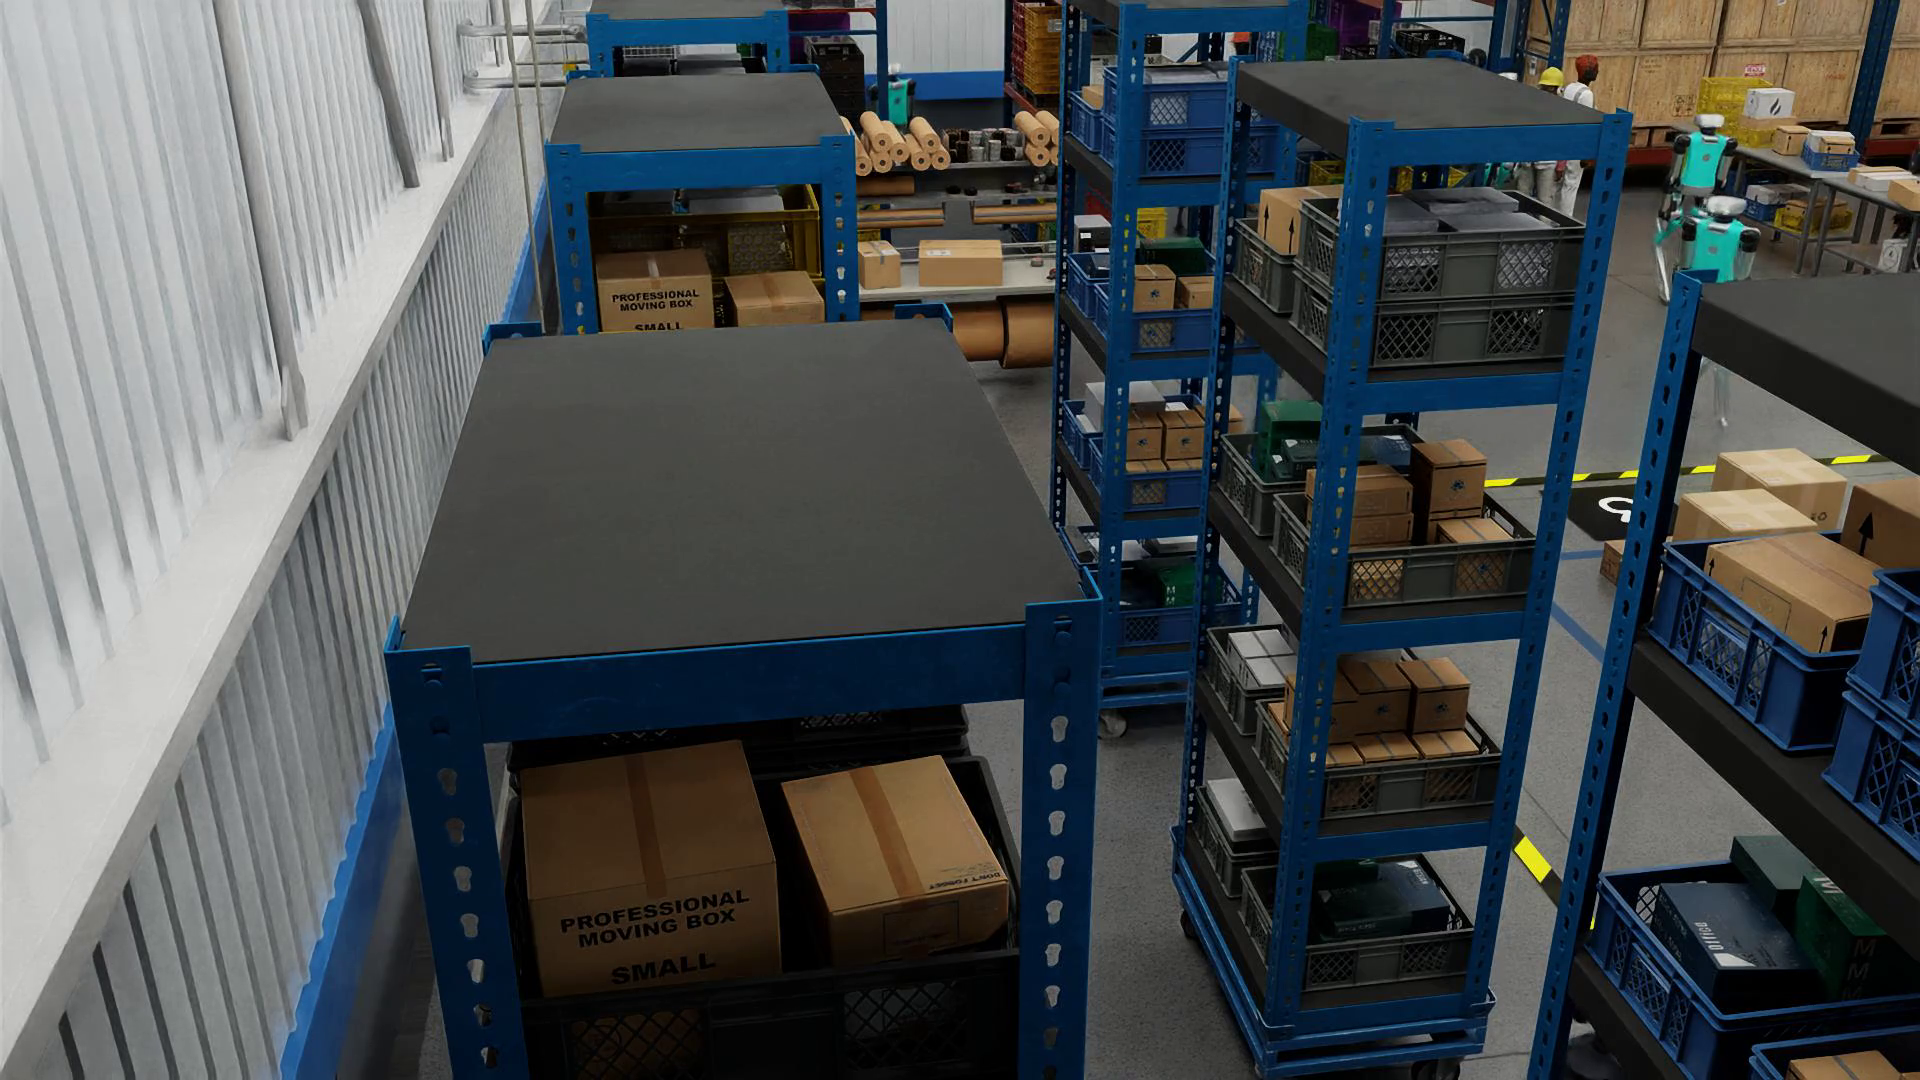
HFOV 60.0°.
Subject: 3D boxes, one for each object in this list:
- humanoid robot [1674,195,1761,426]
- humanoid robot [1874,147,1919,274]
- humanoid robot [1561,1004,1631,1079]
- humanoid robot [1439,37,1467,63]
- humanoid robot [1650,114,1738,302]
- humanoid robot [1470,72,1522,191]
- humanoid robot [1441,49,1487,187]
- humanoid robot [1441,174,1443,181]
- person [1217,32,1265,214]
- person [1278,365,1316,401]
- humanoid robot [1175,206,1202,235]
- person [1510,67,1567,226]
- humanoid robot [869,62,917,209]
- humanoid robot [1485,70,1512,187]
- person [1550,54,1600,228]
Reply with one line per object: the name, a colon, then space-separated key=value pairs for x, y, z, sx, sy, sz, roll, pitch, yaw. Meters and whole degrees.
humanoid robot: x=5.535 y=-1.685 z=12.201 sx=0.539 sy=1.769 sz=0.780 roll=19 pitch=31 yaw=35
humanoid robot: x=8.761 y=-3.015 z=15.223 sx=0.787 sy=1.631 sz=0.605 roll=2 pitch=25 yaw=4
humanoid robot: x=1.725 y=1.859 z=4.567 sx=0.616 sy=1.640 sz=0.382 roll=-21 pitch=32 yaw=-38
humanoid robot: x=5.514 y=-4.908 z=19.202 sx=0.538 sy=1.792 sz=0.670 roll=8 pitch=26 yaw=17
humanoid robot: x=6.546 y=-2.950 z=15.089 sx=0.545 sy=1.898 sz=0.760 roll=2 pitch=25 yaw=5
humanoid robot: x=5.430 y=-3.902 z=16.947 sx=0.549 sy=1.754 sz=0.677 roll=3 pitch=25 yaw=7
humanoid robot: x=5.810 y=-4.811 z=19.089 sx=0.620 sy=1.638 sz=0.552 roll=-18 pitch=30 yaw=-34
humanoid robot: x=5.220 y=-4.535 z=18.238 sx=0.533 sy=1.677 sz=0.735 roll=12 pitch=27 yaw=24
person: x=3.080 y=-4.567 z=18.129 sx=0.605 sy=2.032 sz=0.422 roll=-23 pitch=33 yaw=-40
person: x=2.310 y=-1.166 z=11.008 sx=0.980 sy=1.794 sz=0.598 roll=-6 pitch=25 yaw=-14
humanoid robot: x=2.484 y=-4.041 z=17.398 sx=0.609 sy=1.646 sz=0.436 roll=2 pitch=25 yaw=4
person: x=5.802 y=-3.805 z=16.692 sx=0.589 sy=1.837 sz=0.404 roll=21 pitch=32 yaw=38
humanoid robot: x=-0.834 y=-4.146 z=17.669 sx=0.556 sy=1.880 sz=0.832 roll=-15 pitch=29 yaw=-30
humanoid robot: x=5.620 y=-4.102 z=17.513 sx=0.315 sy=1.657 sz=0.599 roll=11 pitch=27 yaw=23
person: x=6.337 y=-4.033 z=17.132 sx=0.356 sy=1.884 sz=0.573 roll=-2 pitch=25 yaw=-4
